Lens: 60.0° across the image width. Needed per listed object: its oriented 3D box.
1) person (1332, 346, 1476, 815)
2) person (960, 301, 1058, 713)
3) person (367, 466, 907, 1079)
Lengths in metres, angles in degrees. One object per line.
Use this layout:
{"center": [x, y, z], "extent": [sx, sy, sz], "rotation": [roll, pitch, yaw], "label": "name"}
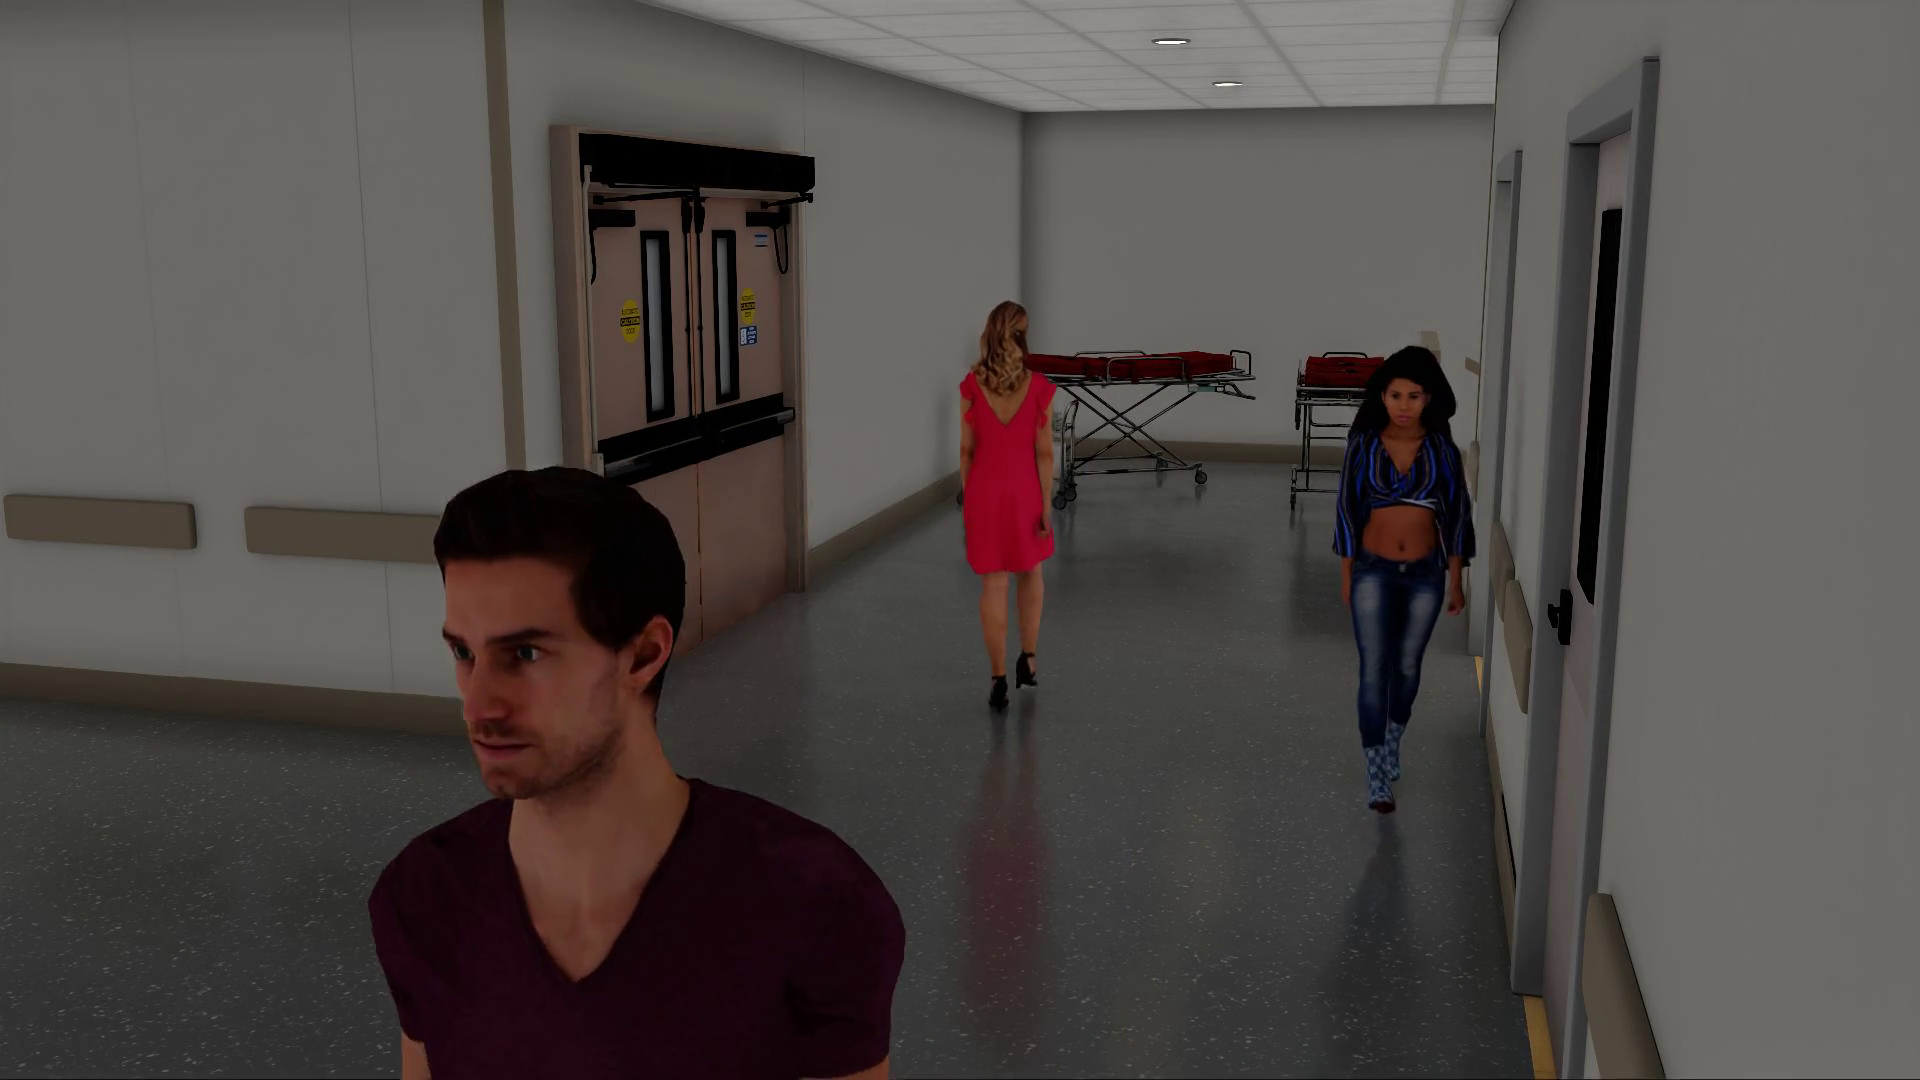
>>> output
{"center": [1.556, 0.139, 5.895], "extent": [0.656, 1.582, 1.001], "rotation": [2, 11, 11], "label": "person"}
{"center": [0.175, -0.127, 6.942], "extent": [0.626, 1.715, 0.700], "rotation": [1, 11, 4], "label": "person"}
{"center": [-0.250, 0.829, 1.574], "extent": [0.656, 1.837, 0.771], "rotation": [3, 11, 15], "label": "person"}
